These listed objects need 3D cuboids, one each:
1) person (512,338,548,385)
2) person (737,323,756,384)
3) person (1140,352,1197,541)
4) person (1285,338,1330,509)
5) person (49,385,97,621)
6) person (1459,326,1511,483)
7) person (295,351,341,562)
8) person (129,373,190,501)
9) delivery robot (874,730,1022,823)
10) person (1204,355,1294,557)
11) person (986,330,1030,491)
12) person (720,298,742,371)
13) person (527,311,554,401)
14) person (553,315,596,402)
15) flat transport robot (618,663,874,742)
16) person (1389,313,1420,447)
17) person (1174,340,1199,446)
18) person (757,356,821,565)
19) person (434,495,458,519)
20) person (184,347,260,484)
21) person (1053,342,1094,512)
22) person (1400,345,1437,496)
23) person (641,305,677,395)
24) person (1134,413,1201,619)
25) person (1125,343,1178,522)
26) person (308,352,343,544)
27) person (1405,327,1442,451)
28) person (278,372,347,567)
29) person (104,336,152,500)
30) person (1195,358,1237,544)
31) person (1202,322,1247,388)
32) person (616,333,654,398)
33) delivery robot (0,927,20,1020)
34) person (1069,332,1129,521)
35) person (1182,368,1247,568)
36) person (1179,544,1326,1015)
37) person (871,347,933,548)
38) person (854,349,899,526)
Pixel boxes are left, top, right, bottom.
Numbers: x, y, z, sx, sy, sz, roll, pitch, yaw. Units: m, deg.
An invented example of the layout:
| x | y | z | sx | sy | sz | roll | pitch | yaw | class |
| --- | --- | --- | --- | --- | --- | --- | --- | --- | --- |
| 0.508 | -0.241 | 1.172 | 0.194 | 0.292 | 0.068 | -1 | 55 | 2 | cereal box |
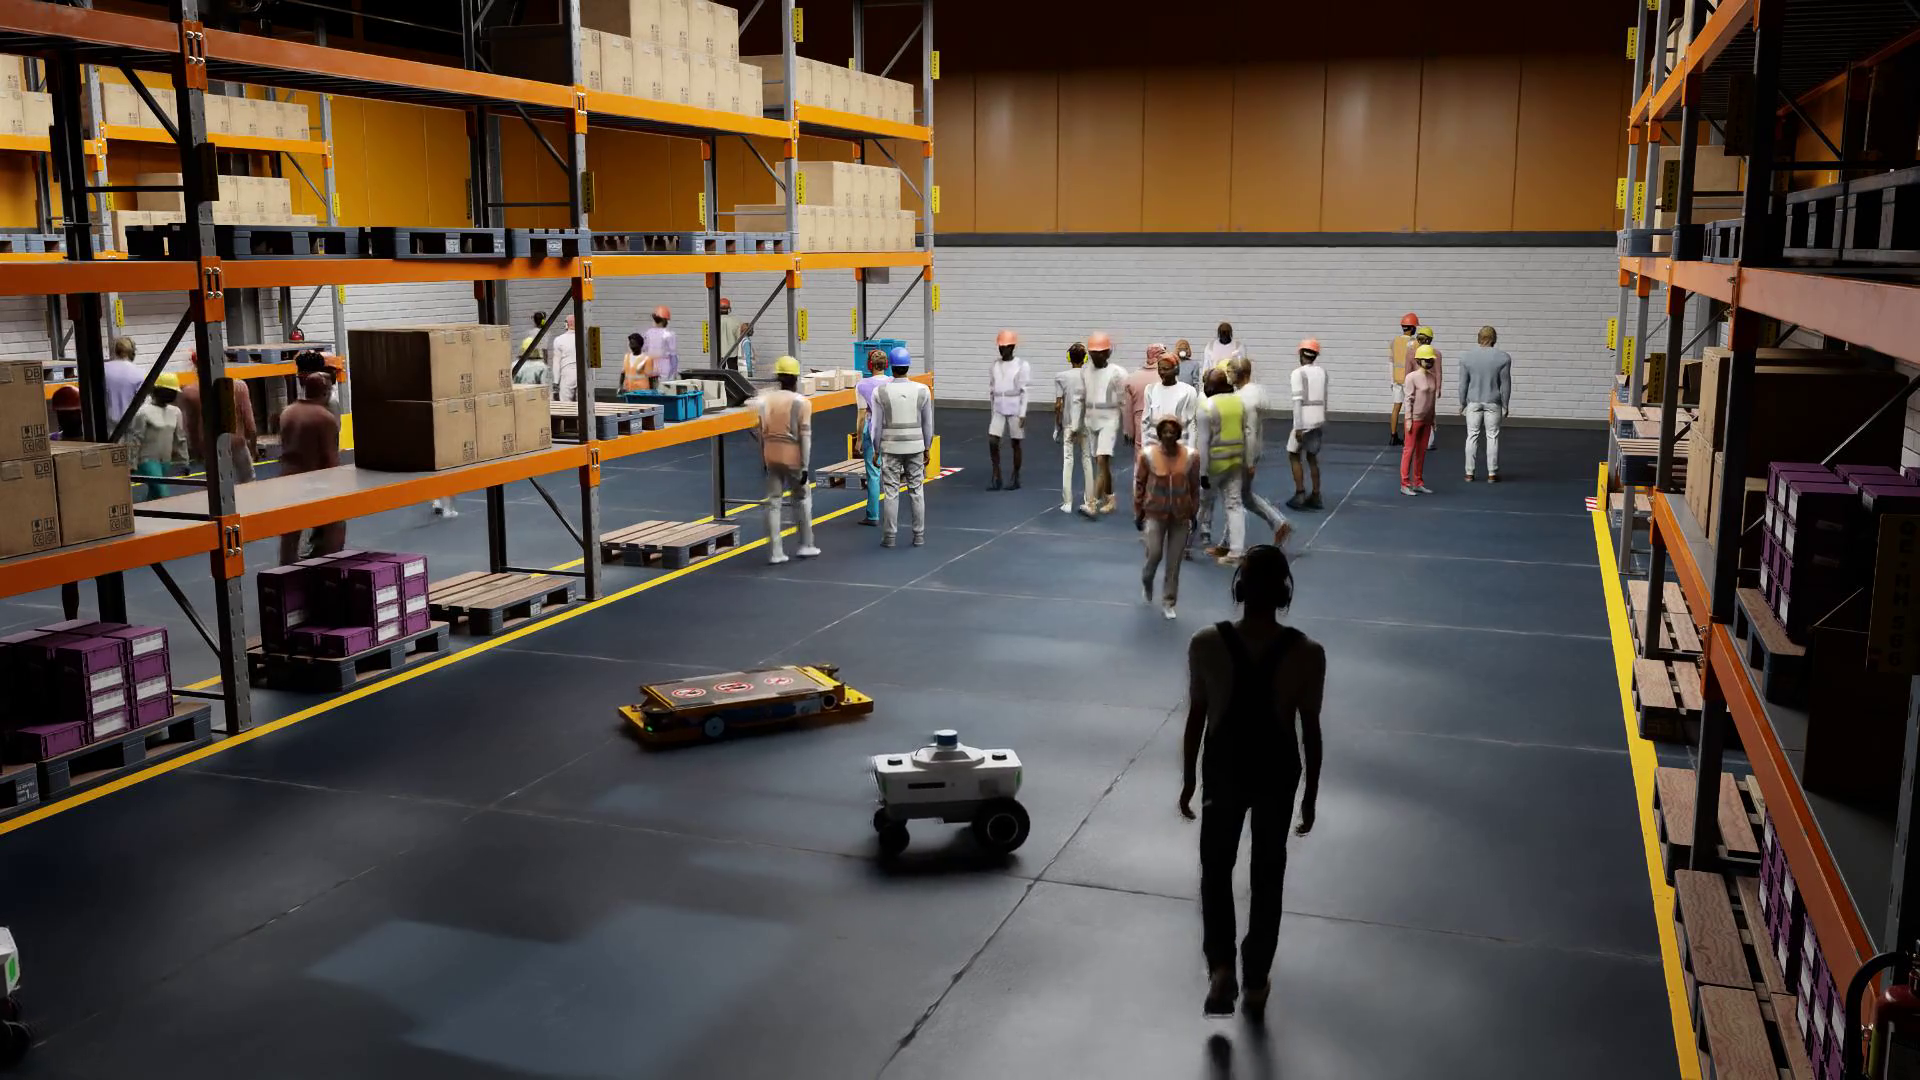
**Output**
| x | y | z | sx | sy | sz | roll | pitch | yaw | class |
| --- | --- | --- | --- | --- | --- | --- | --- | --- | --- |
| -5.717 | -1.838 | 22.124 | 0.488 | 1.703 | 0.862 | -3 | 10 | -16 | person |
| -3.555 | -2.803 | 27.741 | 0.310 | 1.636 | 0.522 | -3 | 11 | -17 | person |
| 2.042 | -0.903 | 16.345 | 0.585 | 1.882 | 0.337 | 6 | 12 | 31 | person |
| 3.888 | -1.295 | 18.522 | 0.564 | 1.891 | 0.546 | -6 | 12 | -29 | person |
| -6.295 | -0.140 | 11.889 | 0.545 | 1.942 | 0.350 | -2 | 10 | -12 | person |
| 6.465 | -1.668 | 20.518 | 0.627 | 1.934 | 0.370 | 5 | 11 | 25 | person |
| -5.881 | -0.745 | 15.229 | 0.604 | 1.965 | 0.367 | 9 | 14 | 42 | person |
| -7.578 | -0.729 | 15.817 | 0.832 | 1.709 | 0.543 | 3 | 10 | 16 | person |
| -0.064 | 1.172 | 8.137 | 0.707 | 0.478 | 0.477 | -2 | 10 | -8 | delivery robot |
| 2.720 | -0.774 | 15.535 | 0.759 | 1.915 | 0.627 | 2 | 10 | 12 | person |
| 0.556 | -1.524 | 19.721 | 0.540 | 1.919 | 0.647 | 5 | 11 | 25 | person |
| -4.123 | -3.261 | 29.314 | 0.608 | 1.996 | 0.376 | -2 | 10 | -12 | person |
| -7.035 | -2.890 | 27.676 | 0.519 | 1.844 | 0.857 | 6 | 12 | 30 | person |
| -5.715 | -2.375 | 24.631 | 0.654 | 1.896 | 0.401 | -6 | 12 | -32 | person |
| -1.317 | 0.986 | 10.249 | 1.431 | 0.197 | 0.652 | -5 | 11 | -27 | flat transport robot |
| 6.495 | -2.322 | 24.183 | 0.358 | 1.936 | 0.552 | -7 | 12 | -33 | person |
| 3.045 | -1.944 | 22.916 | 0.507 | 1.631 | 0.268 | 0 | 10 | -1 | person |
| -1.576 | -0.744 | 15.397 | 0.594 | 1.896 | 0.791 | 4 | 11 | 20 | person |
| -5.526 | -1.153 | 17.861 | 0.537 | 1.845 | 0.487 | 0 | 10 | 1 | person |
| -7.198 | -0.930 | 16.279 | 0.650 | 1.957 | 0.439 | -2 | 10 | -8 | person |
| 1.274 | -1.229 | 18.224 | 0.513 | 1.872 | 0.331 | 1 | 10 | 3 | person |
| 5.402 | -1.403 | 19.493 | 0.522 | 1.769 | 0.317 | -7 | 12 | -36 | person |
| -4.681 | -2.622 | 25.721 | 0.606 | 2.008 | 0.987 | 4 | 11 | 22 | person |
| 1.627 | -0.197 | 13.115 | 0.514 | 1.622 | 0.434 | 0 | 10 | -1 | person |
| 2.054 | -1.112 | 17.483 | 0.639 | 1.902 | 0.407 | 7 | 12 | 34 | person |
| -6.096 | -0.850 | 16.015 | 0.468 | 1.900 | 0.576 | -7 | 12 | -33 | person |
| 6.615 | -2.155 | 23.754 | 0.523 | 1.760 | 0.327 | 5 | 11 | 24 | person |
| -5.388 | -0.455 | 13.888 | 0.645 | 1.869 | 0.626 | 5 | 11 | 27 | person |
| -9.368 | -1.328 | 18.672 | 0.641 | 1.912 | 0.900 | 0 | 10 | 0 | person |
| 2.583 | -0.867 | 16.287 | 0.586 | 1.833 | 0.403 | -1 | 10 | -4 | person |
| 3.861 | -2.268 | 24.232 | 0.635 | 1.817 | 0.697 | 3 | 11 | 18 | person |
| -4.686 | -2.188 | 24.274 | 0.532 | 1.668 | 0.849 | 6 | 12 | 31 | person |
| -3.721 | 1.577 | 5.857 | 0.707 | 0.478 | 0.477 | -7 | 13 | -36 | delivery robot |
| 1.449 | -1.210 | 17.772 | 0.614 | 1.985 | 1.034 | 8 | 13 | 37 | person |
| 2.304 | -0.670 | 15.280 | 0.625 | 1.795 | 0.907 | -6 | 12 | -32 | person |
| 1.087 | 0.924 | 6.226 | 0.531 | 1.827 | 0.542 | 2 | 10 | 11 | person |
| -0.562 | -0.886 | 16.065 | 0.605 | 1.950 | 0.381 | -2 | 10 | -14 | person |
| -0.838 | -1.060 | 17.339 | 0.566 | 1.846 | 0.387 | -7 | 12 | -36 | person |
